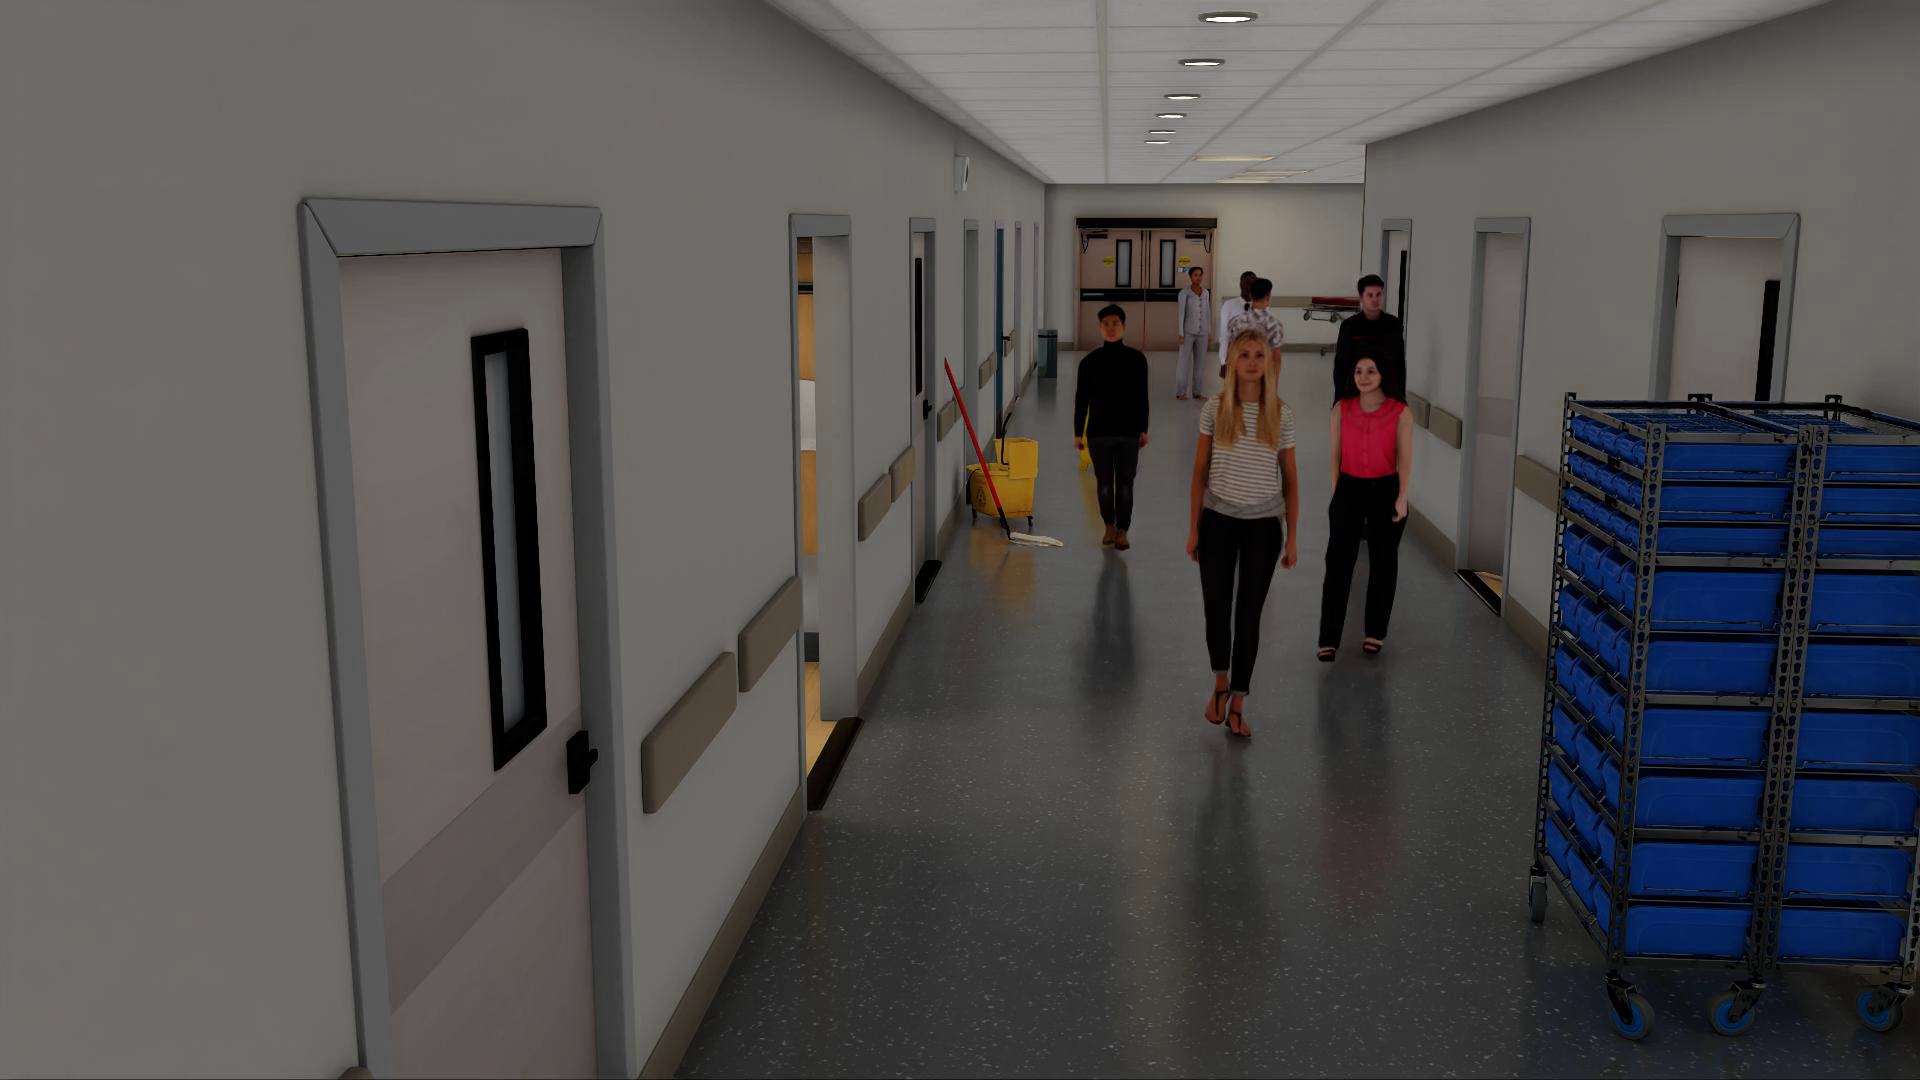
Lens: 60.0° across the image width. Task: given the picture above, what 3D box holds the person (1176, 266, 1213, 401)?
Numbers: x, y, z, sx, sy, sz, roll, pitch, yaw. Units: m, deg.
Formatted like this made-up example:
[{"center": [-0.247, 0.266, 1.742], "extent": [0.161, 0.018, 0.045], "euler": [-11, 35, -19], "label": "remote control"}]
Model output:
[{"center": [3.072, -2.727, 21.866], "extent": [0.714, 1.736, 0.691], "euler": [-4, 12, -21], "label": "person"}]

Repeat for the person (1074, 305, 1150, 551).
[{"center": [1.088, -0.789, 11.754], "extent": [0.695, 1.698, 0.960], "euler": [2, 11, 9], "label": "person"}]

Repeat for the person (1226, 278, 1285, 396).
[{"center": [2.494, -1.331, 14.379], "extent": [0.929, 1.785, 1.212], "euler": [5, 12, 24], "label": "person"}]

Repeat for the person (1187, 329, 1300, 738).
[{"center": [1.248, -0.036, 7.468], "extent": [0.633, 1.818, 0.606], "euler": [1, 11, 3], "label": "person"}]

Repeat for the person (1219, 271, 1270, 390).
[{"center": [2.767, -1.700, 16.300], "extent": [0.697, 1.794, 1.178], "euler": [1, 11, 7], "label": "person"}]

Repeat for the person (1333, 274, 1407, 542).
[{"center": [2.965, -0.968, 12.151], "extent": [0.875, 1.903, 1.154], "euler": [-2, 11, -10], "label": "person"}]

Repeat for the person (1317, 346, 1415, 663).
[{"center": [2.164, -0.182, 8.730], "extent": [0.747, 1.633, 1.006], "euler": [4, 11, 19], "label": "person"}]
